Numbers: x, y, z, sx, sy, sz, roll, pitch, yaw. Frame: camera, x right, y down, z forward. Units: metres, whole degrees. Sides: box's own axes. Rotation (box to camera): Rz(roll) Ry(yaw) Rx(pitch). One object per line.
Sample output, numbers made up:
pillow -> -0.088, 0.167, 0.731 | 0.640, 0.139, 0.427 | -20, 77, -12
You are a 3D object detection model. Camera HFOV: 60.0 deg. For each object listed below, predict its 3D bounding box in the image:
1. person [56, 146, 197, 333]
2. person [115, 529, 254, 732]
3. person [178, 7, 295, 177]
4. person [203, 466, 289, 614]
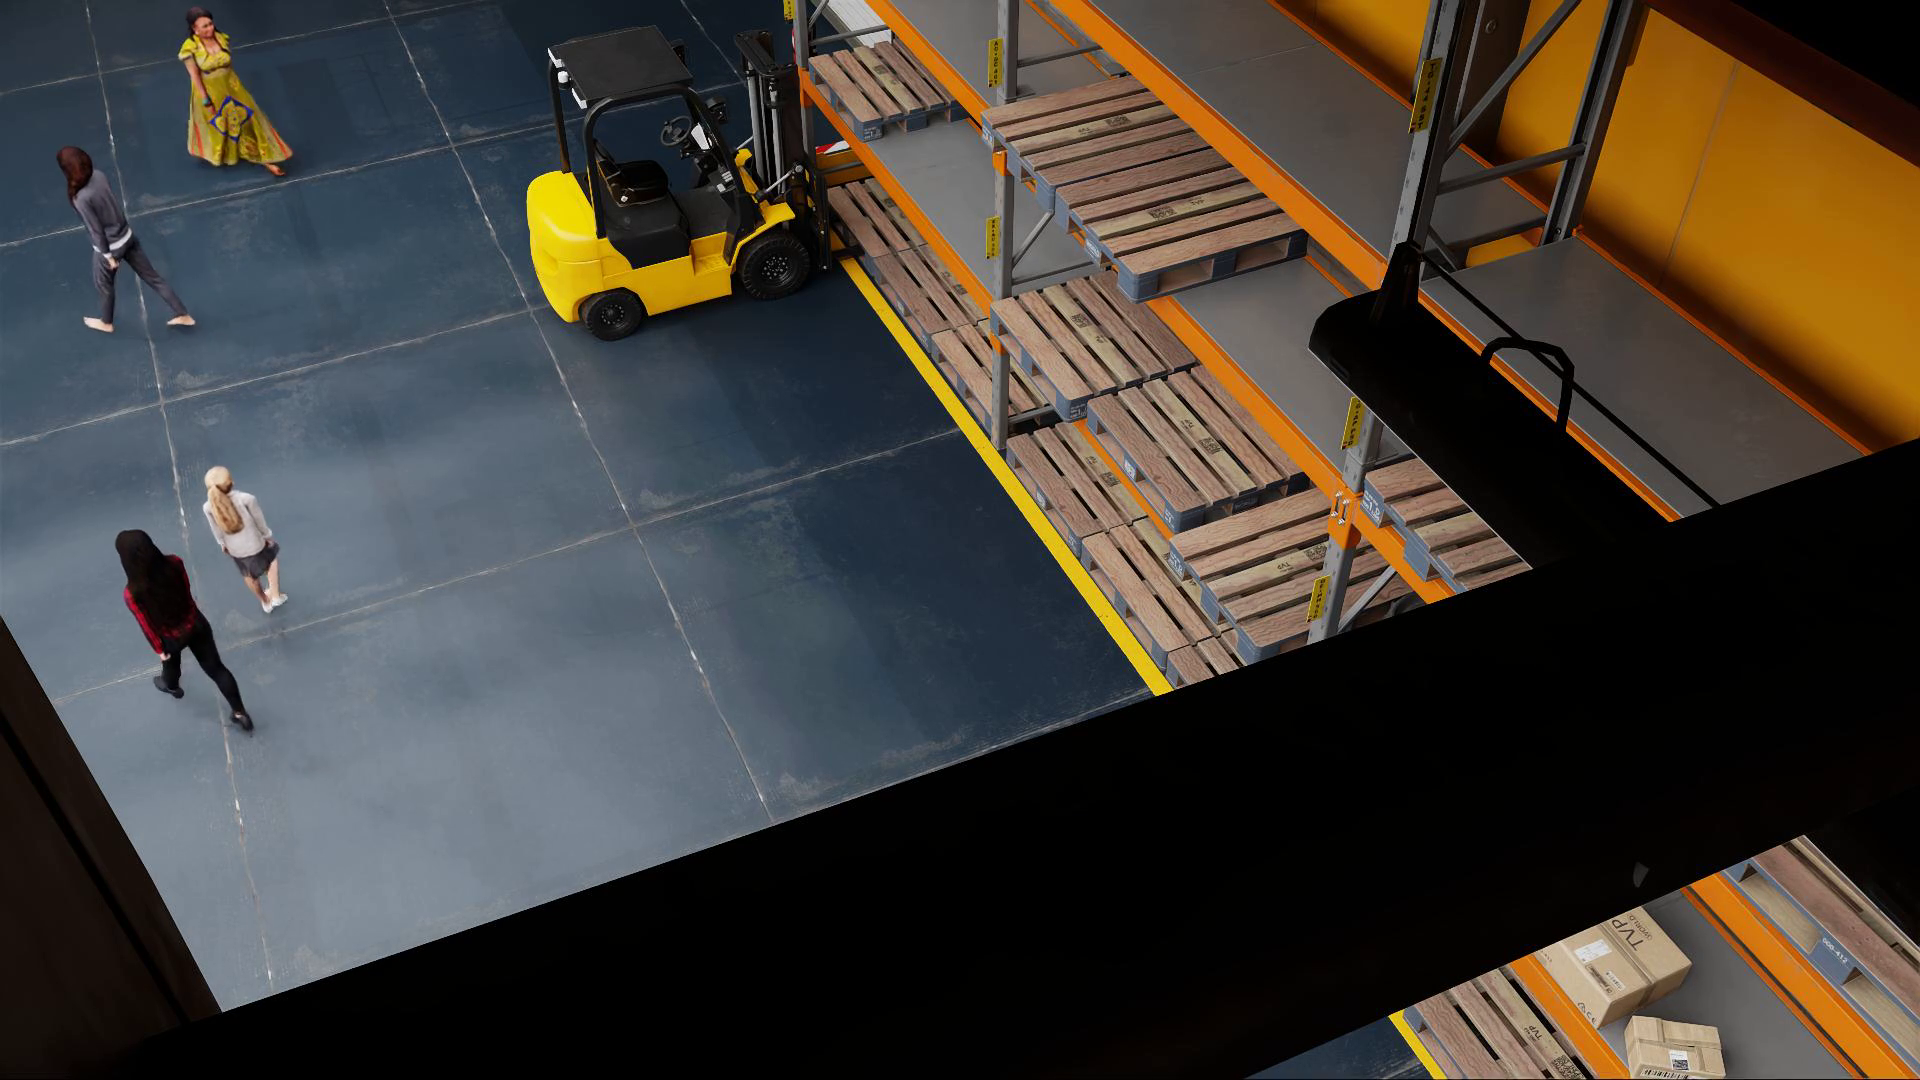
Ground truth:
person -> -6.745, -2.390, 13.448 | 1.104, 1.721, 1.156 | 7, 44, 7
person -> -4.789, 0.600, 10.380 | 1.107, 1.623, 0.953 | 22, 48, 22
person -> -6.904, -4.123, 15.347 | 1.354, 1.611, 1.155 | 25, 49, 24
person -> -4.824, 0.036, 11.227 | 0.548, 1.271, 0.576 | -11, 45, -11
